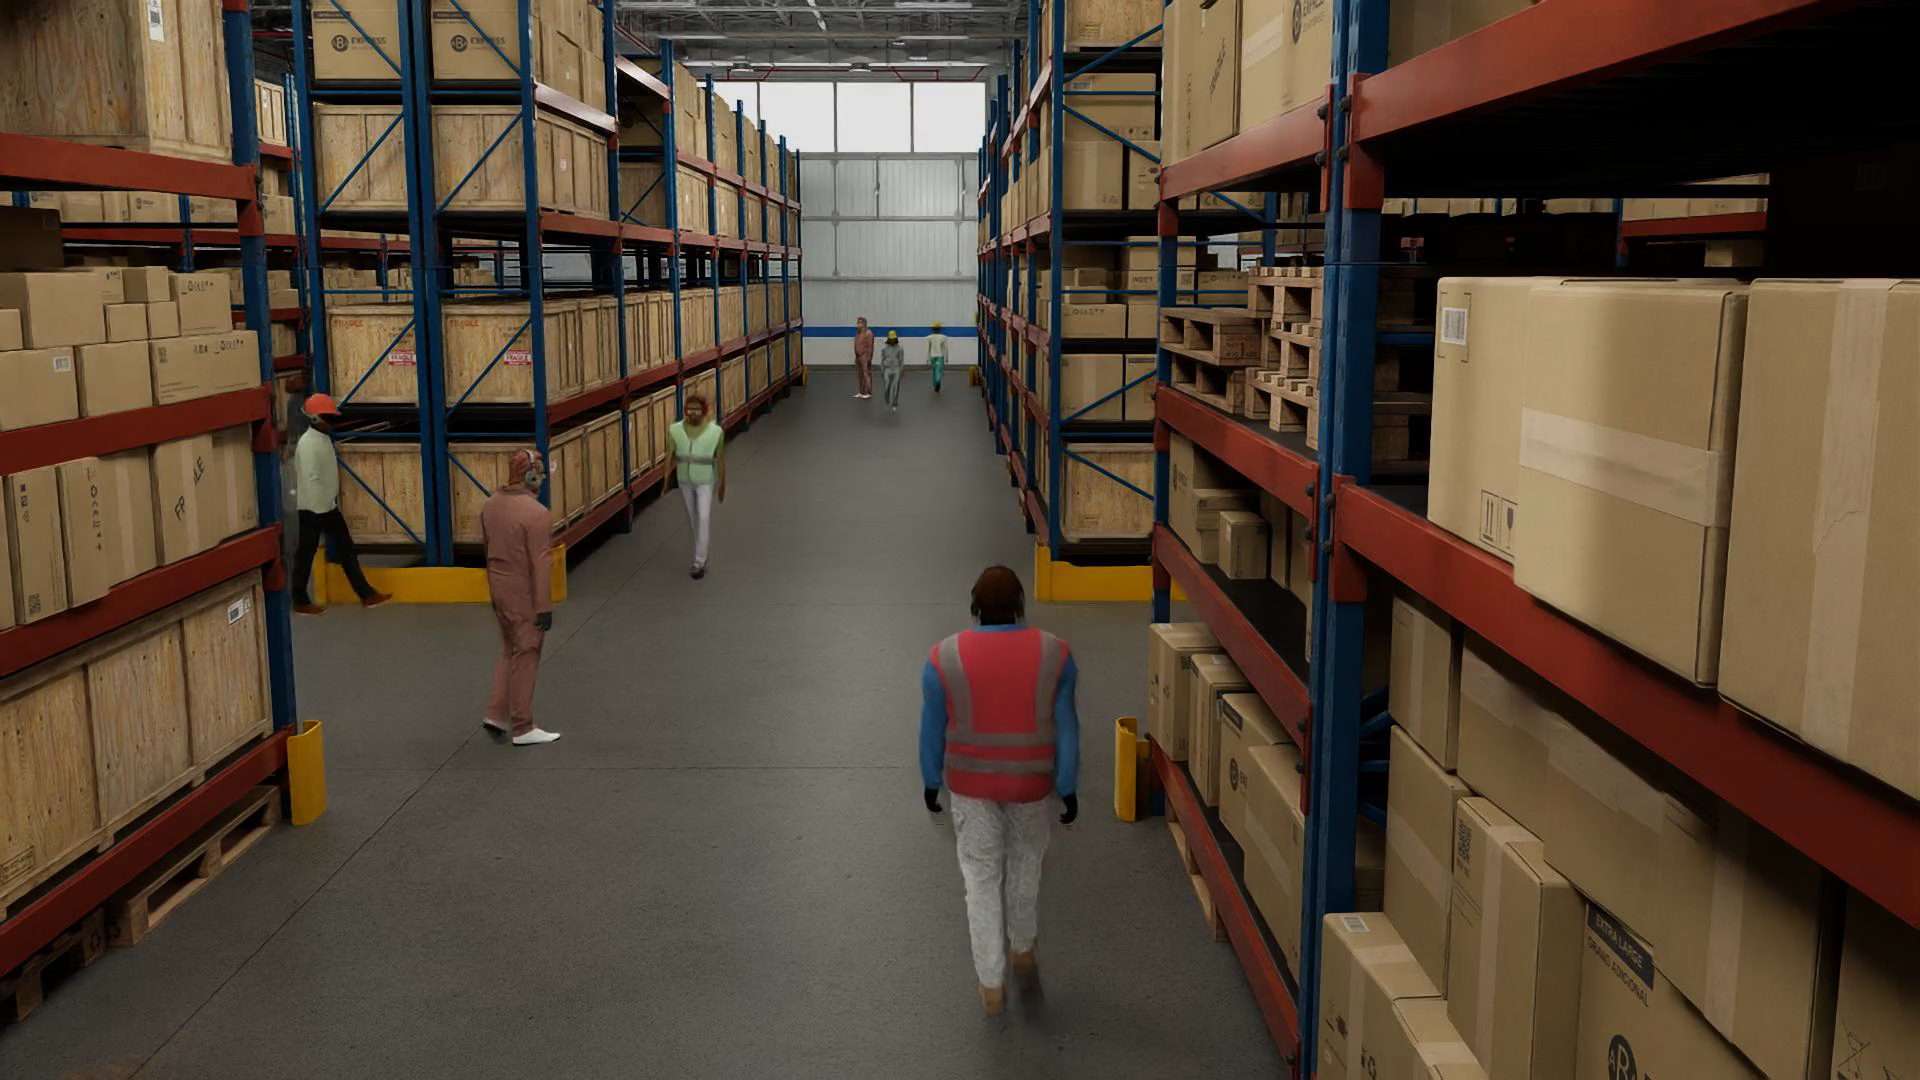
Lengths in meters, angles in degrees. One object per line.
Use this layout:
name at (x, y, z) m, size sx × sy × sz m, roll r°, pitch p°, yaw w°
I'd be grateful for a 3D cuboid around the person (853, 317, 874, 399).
person at (-2.284, -4.270, 39.019) m, size 0.402 × 1.906 × 0.651 m, roll -6°, pitch 11°, yaw -34°

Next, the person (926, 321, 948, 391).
person at (-0.575, -4.539, 41.111) m, size 0.541 × 1.750 × 0.549 m, roll 1°, pitch 9°, yaw 6°

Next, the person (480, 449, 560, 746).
person at (-2.813, 0.369, 10.628) m, size 0.464 × 1.897 × 0.669 m, roll -9°, pitch 13°, yaw -42°

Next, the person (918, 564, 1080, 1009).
person at (0.155, 0.992, 7.006) m, size 0.661 × 1.818 × 0.726 m, roll 0°, pitch 9°, yaw -3°

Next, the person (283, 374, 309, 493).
person at (-8.905, -1.416, 22.392) m, size 0.385 × 1.626 × 0.506 m, roll 1°, pitch 9°, yaw 3°

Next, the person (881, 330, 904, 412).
person at (-1.426, -3.589, 35.390) m, size 0.490 × 1.723 × 0.598 m, roll -1°, pitch 9°, yaw -4°

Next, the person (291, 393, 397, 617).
person at (-5.419, -0.288, 14.434) m, size 0.959 × 1.951 × 0.660 m, roll 0°, pitch 9°, yaw -1°

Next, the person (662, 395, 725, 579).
person at (-2.630, -0.555, 16.599) m, size 0.586 × 1.798 × 0.981 m, roll 1°, pitch 9°, yaw 8°
